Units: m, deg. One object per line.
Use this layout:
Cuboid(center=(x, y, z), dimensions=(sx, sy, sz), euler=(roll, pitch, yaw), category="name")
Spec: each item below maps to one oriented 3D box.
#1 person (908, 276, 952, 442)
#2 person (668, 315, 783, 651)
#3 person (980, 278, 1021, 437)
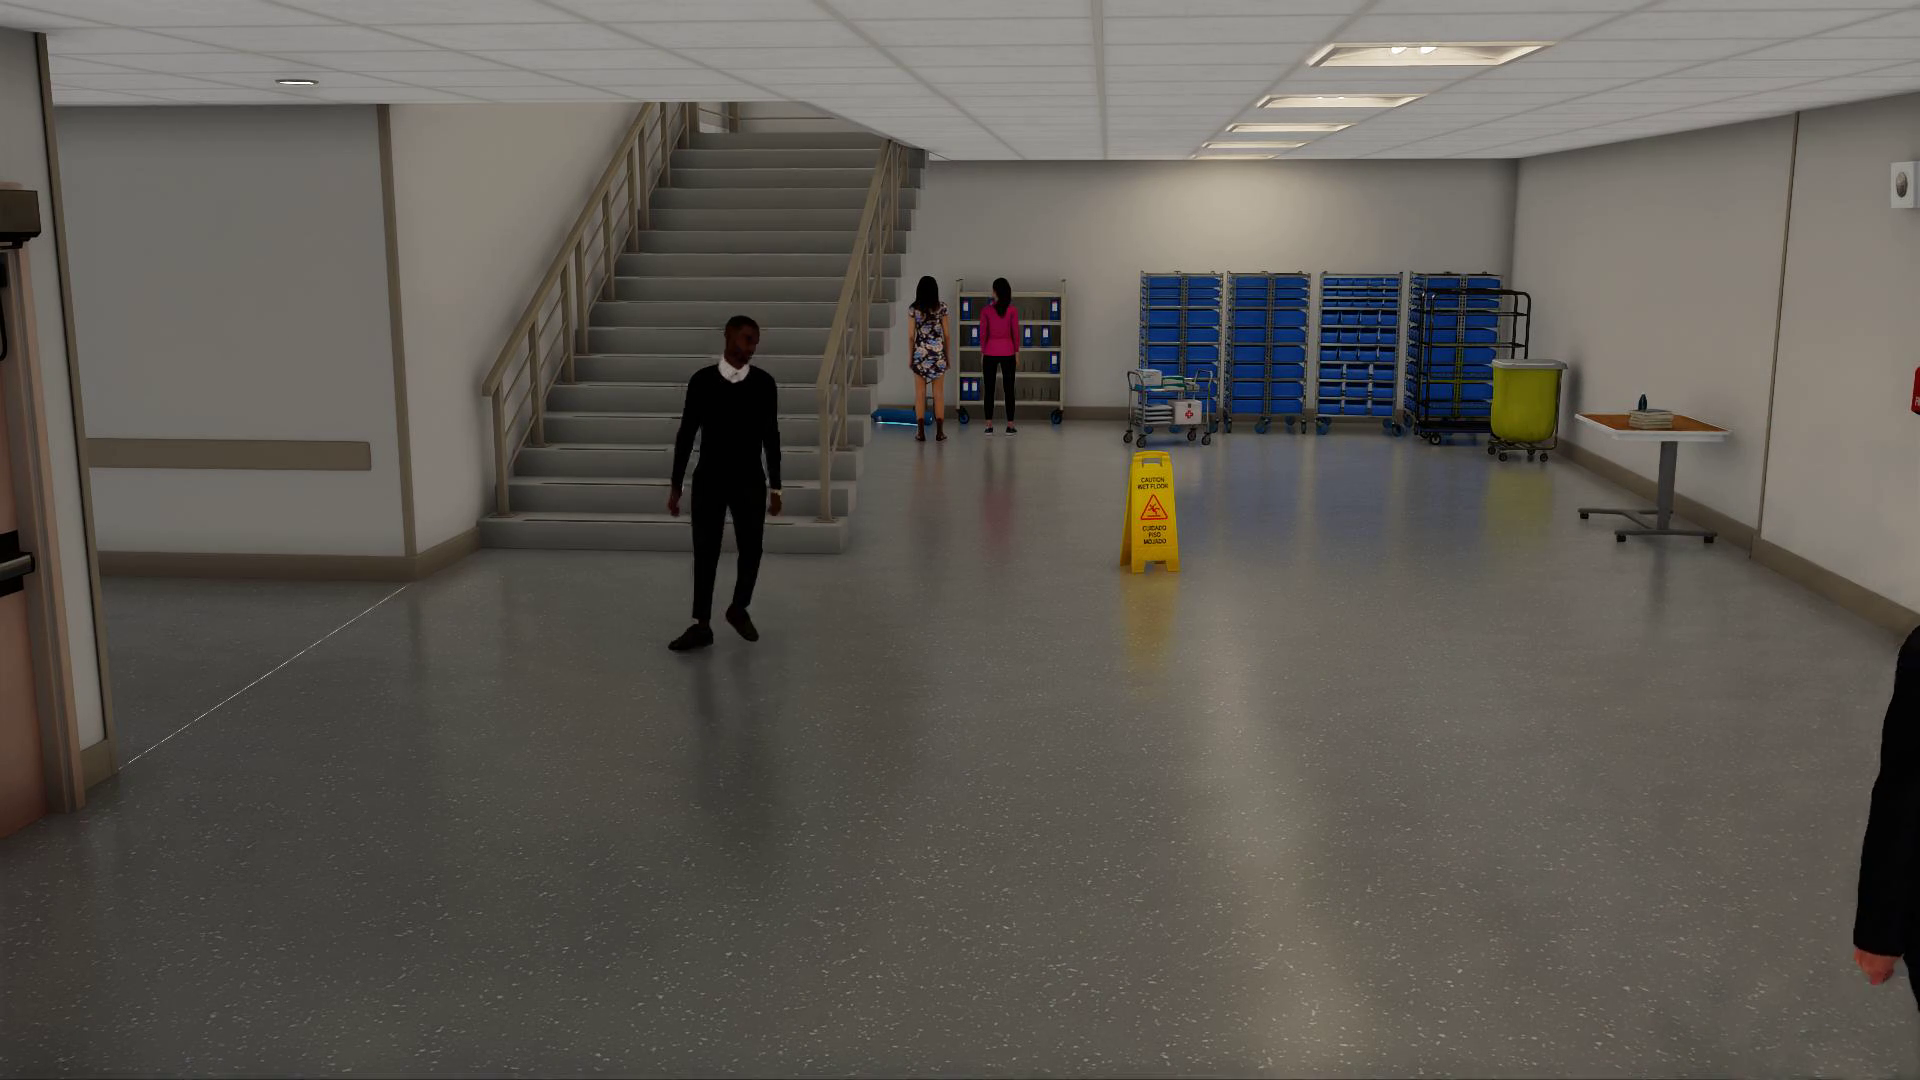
Cuboid(center=(-0.329, -1.920, 17.582), dimensions=(0.618, 1.733, 0.546), euler=(0, 11, -1), category="person")
Cuboid(center=(-1.272, -0.305, 8.925), dimensions=(0.807, 1.787, 0.666), euler=(1, 11, 7), category="person")
Cuboid(center=(0.426, -1.987, 18.036), dimensions=(0.586, 1.695, 0.558), euler=(0, 11, 3), category="person")
